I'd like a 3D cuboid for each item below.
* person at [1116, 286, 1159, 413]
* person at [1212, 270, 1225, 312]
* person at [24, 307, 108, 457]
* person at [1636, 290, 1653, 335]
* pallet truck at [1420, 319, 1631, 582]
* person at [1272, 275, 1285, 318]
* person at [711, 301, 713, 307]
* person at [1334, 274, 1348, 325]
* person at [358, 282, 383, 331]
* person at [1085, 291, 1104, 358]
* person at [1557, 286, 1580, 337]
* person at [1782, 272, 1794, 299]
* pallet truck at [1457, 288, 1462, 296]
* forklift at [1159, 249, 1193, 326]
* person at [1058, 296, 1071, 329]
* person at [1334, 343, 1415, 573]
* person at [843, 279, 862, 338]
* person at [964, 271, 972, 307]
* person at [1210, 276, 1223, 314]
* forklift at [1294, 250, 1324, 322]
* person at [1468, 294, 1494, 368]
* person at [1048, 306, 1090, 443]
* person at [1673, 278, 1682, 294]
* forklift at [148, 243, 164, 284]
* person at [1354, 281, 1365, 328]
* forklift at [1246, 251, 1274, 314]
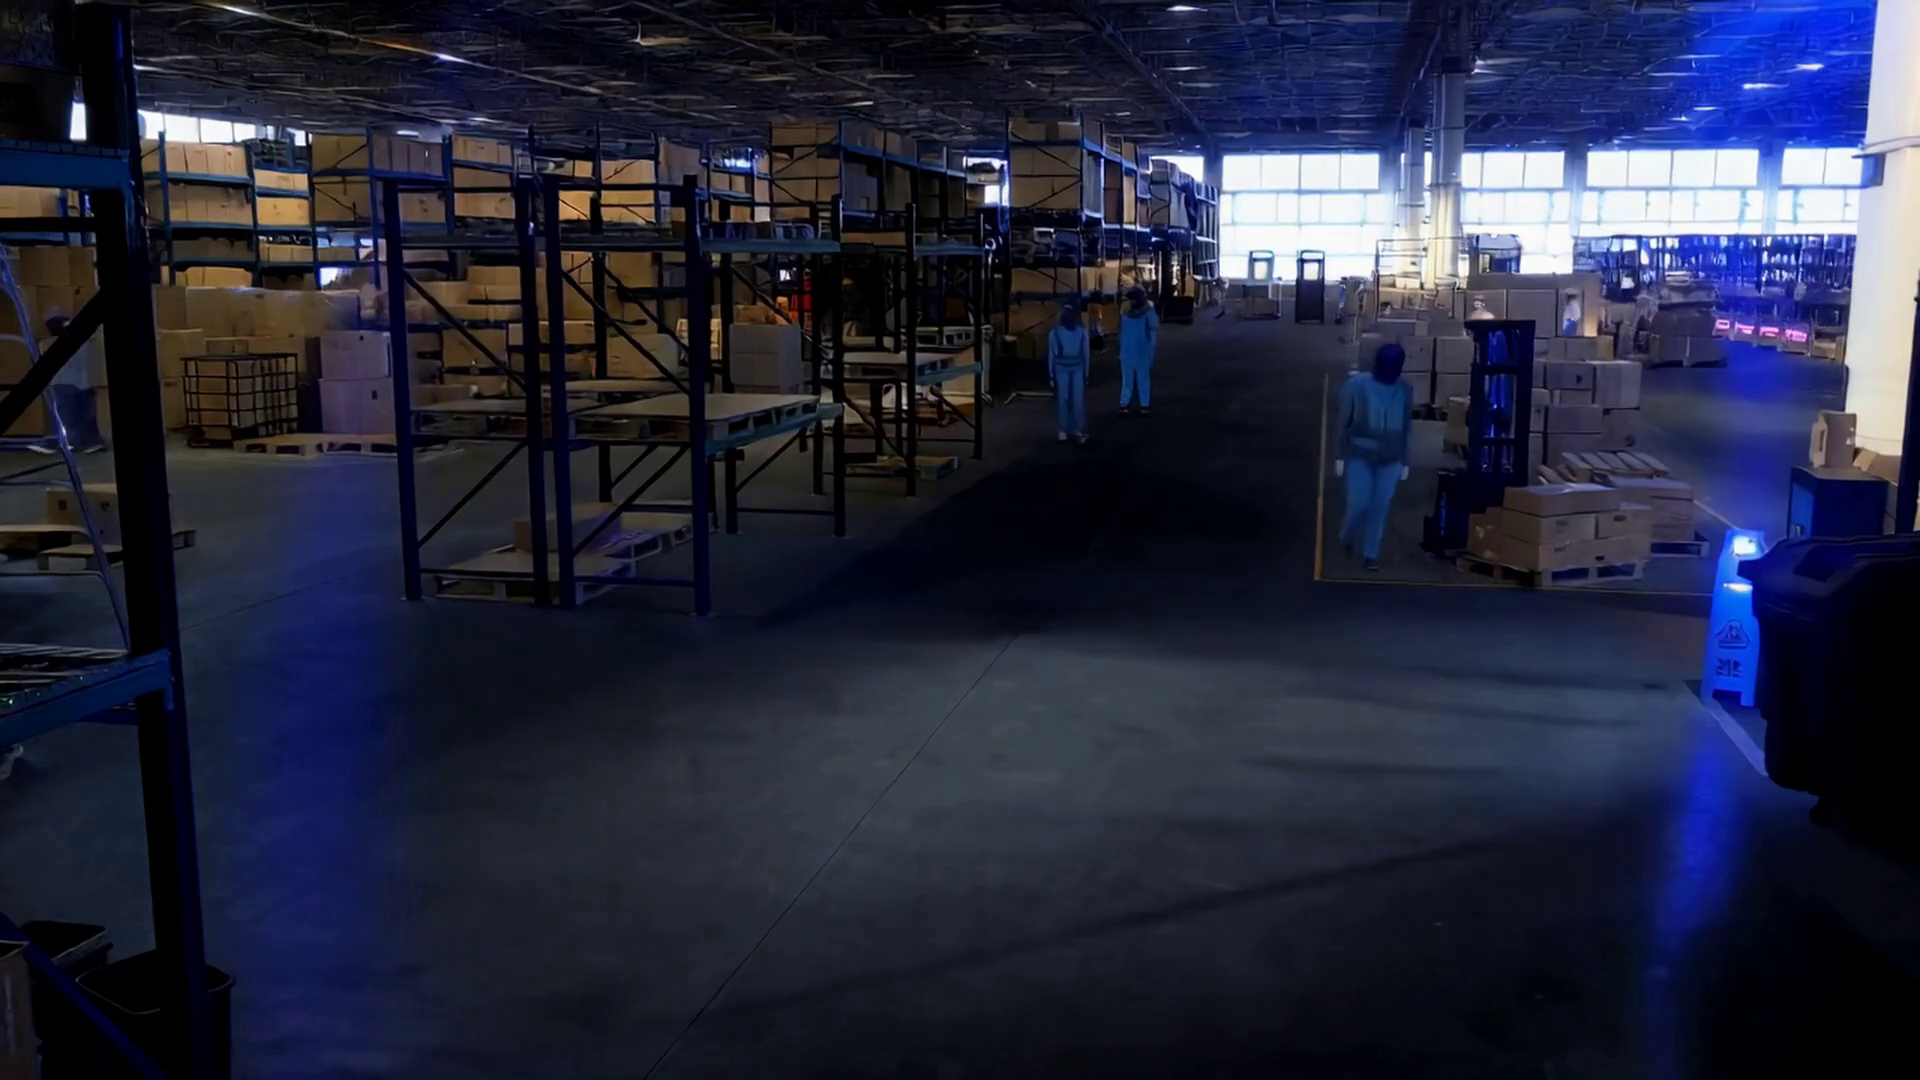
[{"bbox_3d":[2.840,-3.081,26.931,0.684,2.000,0.538,5,11,27],"label":"person"},{"bbox_3d":[12.078,-11.640,77.879,0.623,1.958,0.973,2,10,13],"label":"person"},{"bbox_3d":[-11.371,-2.002,21.064,0.987,1.861,0.582,-7,12,-35],"label":"person"},{"bbox_3d":[19.962,-6.523,48.638,0.504,1.602,0.712,0,10,-2],"label":"person"},{"bbox_3d":[4.543,-0.757,13.299,0.823,1.965,1.885,-4,10,-22],"label":"pallet truck"},{"bbox_3d":[13.441,-10.276,70.202,0.404,1.826,0.592,-7,12,-35],"label":"person"},{"bbox_3d":[-6.552,-5.690,42.973,0.429,1.844,0.622,1,10,4],"label":"person"},{"bbox_3d":[14.382,-9.068,62.743,0.431,1.915,0.550,-4,11,-25],"label":"person"},{"bbox_3d":[-14.726,-5.492,41.607,0.587,1.911,0.397,-4,11,-25],"label":"person"},{"bbox_3d":[3.387,-5.410,41.791,0.547,1.685,0.322,7,12,35],"label":"person"},{"bbox_3d":[13.208,-4.575,36.230,1.008,1.879,0.563,1,10,5],"label":"person"},{"bbox_3d":[35.024,-10.360,70.322,0.402,1.944,0.605,-2,10,-12],"label":"person"},{"bbox_3d":[20.506,-9.785,68.819,0.653,1.274,1.630,2,10,12],"label":"pallet truck"},{"bbox_3d":[7.646,-9.320,61.395,1.873,2.768,1.129,2,10,11],"label":"forklift"},{"bbox_3d":[2.464,-4.836,38.529,0.396,1.621,0.543,-7,12,-35],"label":"person"},{"bbox_3d":[3.281,-0.651,13.191,0.654,1.823,0.496,-1,10,-7],"label":"person"},{"bbox_3d":[-2.764,-5.518,41.557,0.605,1.986,0.411,-3,10,-18],"label":"person"},{"bbox_3d":[0.494,-12.874,85.256,0.567,1.926,0.400,2,10,11],"label":"person"},{"bbox_3d":[11.576,-11.049,75.019,0.548,1.733,0.819,2,10,10],"label":"person"},{"bbox_3d":[13.778,-10.002,65.433,1.129,2.768,1.873,2,10,12],"label":"forklift"},{"bbox_3d":[9.360,-3.485,29.891,0.643,1.853,0.534,-9,13,-42],"label":"person"},{"bbox_3d":[1.491,-2.222,22.460,0.588,1.831,0.983,-1,10,-7],"label":"person"},{"bbox_3d":[28.302,-9.489,65.742,0.718,1.743,0.529,0,10,1],"label":"person"},{"bbox_3d":[-18.115,-5.218,37.106,1.873,2.768,1.129,2,10,12],"label":"forklift"},{"bbox_3d":[14.344,-8.439,59.676,0.535,1.697,0.318,-8,12,-39],"label":"person"},{"bbox_3d":[12.958,-11.052,71.652,1.129,2.768,1.873,2,10,12],"label":"forklift"}]
